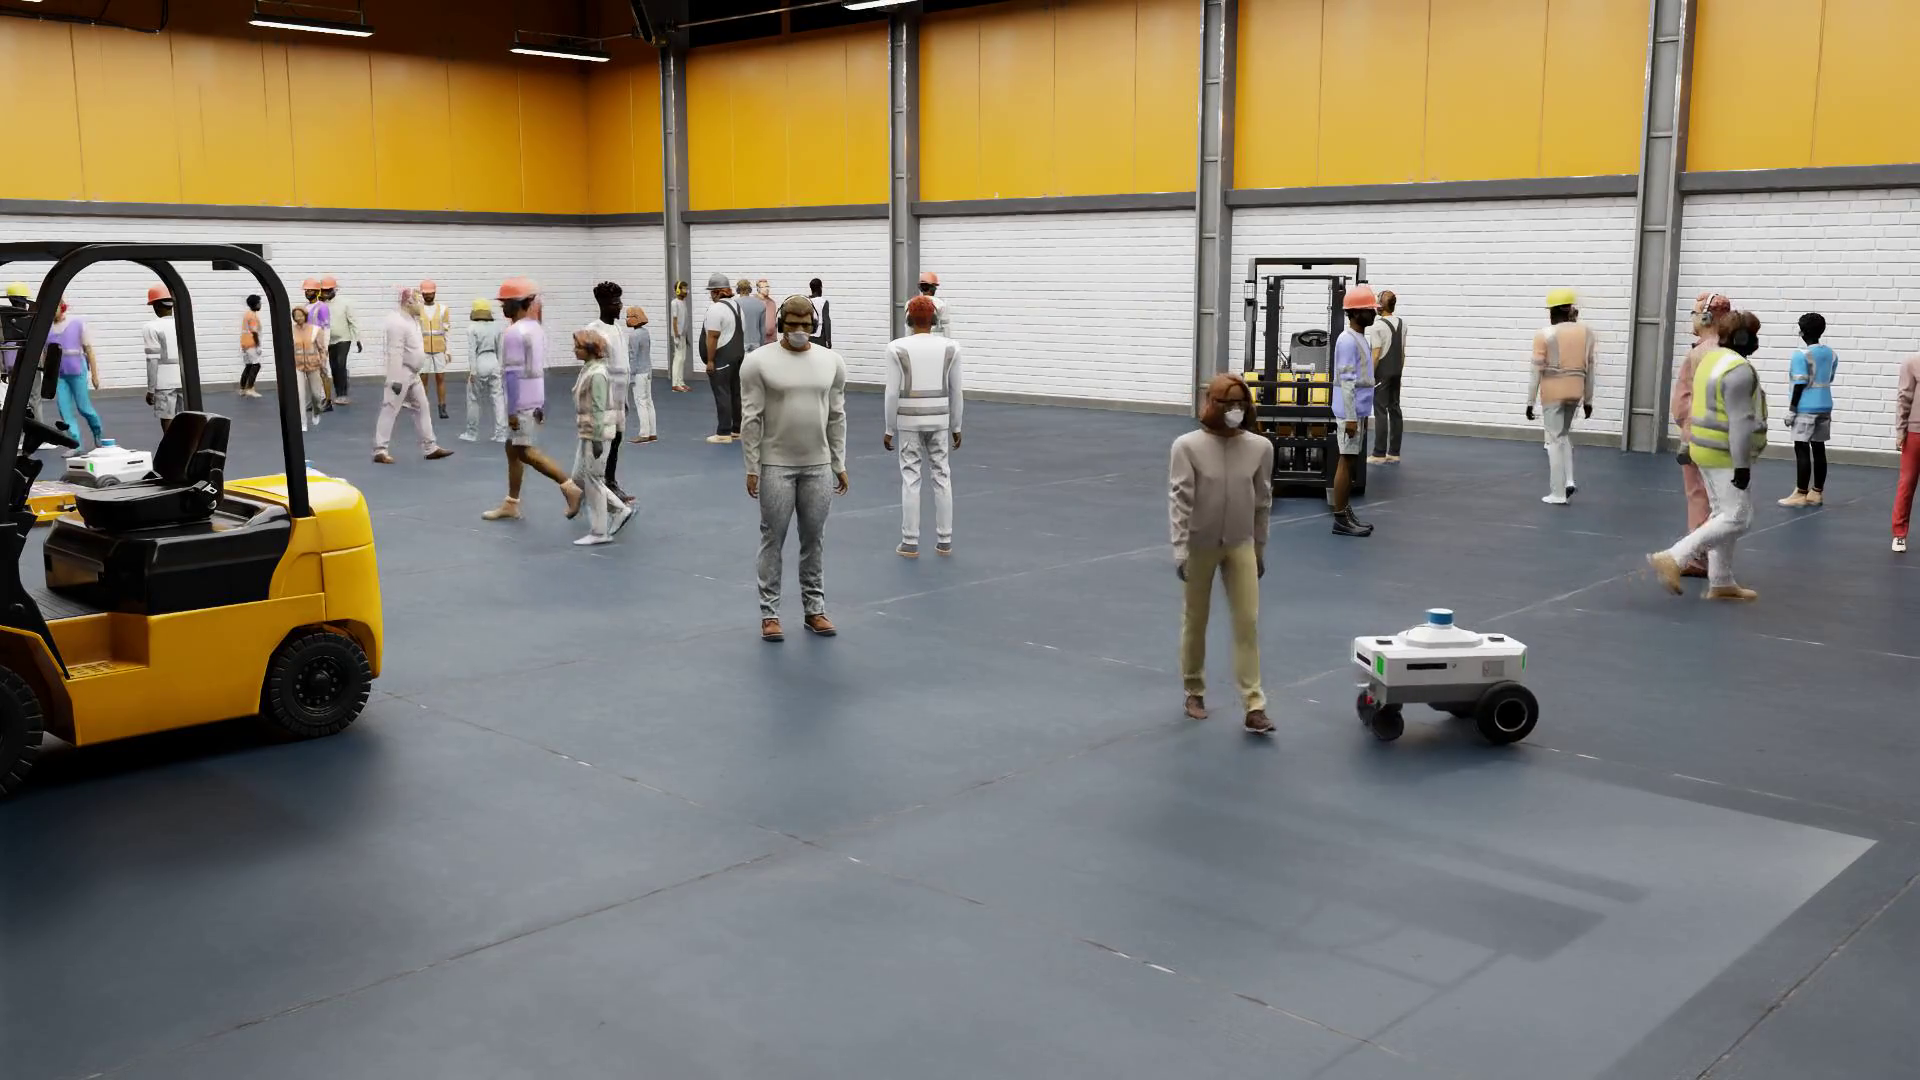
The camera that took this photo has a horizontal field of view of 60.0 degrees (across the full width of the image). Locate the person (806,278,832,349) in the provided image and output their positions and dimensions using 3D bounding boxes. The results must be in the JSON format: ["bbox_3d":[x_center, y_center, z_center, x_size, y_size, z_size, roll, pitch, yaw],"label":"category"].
[{"bbox_3d":[-2.341,-3.274,26.955,0.587,1.920,0.391,6,11,31],"label":"person"}]

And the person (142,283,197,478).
[{"bbox_3d":[-7.636,-1.506,16.082,0.364,1.933,0.543,5,11,28],"label":"person"}]

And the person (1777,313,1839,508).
[{"bbox_3d":[7.377,-1.124,14.456,0.530,1.696,0.321,-5,11,-29],"label":"person"}]

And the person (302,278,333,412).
[{"bbox_3d":[-9.345,-2.819,24.094,0.552,1.942,0.342,6,11,34],"label":"person"}]

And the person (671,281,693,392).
[{"bbox_3d":[-4.729,-3.448,28.192,0.309,1.865,0.532,2,9,9],"label":"person"}]

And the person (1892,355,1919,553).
[{"bbox_3d":[7.091,-0.773,12.114,0.522,1.763,0.320,2,9,11],"label":"person"}]

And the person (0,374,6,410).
[{"bbox_3d":[-12.152,-2.216,20.705,0.636,1.841,0.429,-2,9,-11],"label":"person"}]

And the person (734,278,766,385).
[{"bbox_3d":[-3.101,-2.820,24.124,0.629,1.937,0.379,-6,11,-34],"label":"person"}]

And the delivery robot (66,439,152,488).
[{"bbox_3d":[-7.556,-0.655,14.788,0.477,0.478,0.707,3,10,20],"label":"delivery robot"}]

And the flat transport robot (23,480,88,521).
[{"bbox_3d":[-7.744,-0.336,13.983,1.431,0.197,0.652,8,12,42],"label":"flat transport robot"}]

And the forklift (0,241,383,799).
[{"bbox_3d":[-3.706,-0.171,7.093,1.214,2.155,2.313,9,13,43],"label":"forklift"}]

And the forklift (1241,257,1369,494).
[{"bbox_3d":[3.309,-1.629,16.029,1.214,2.155,2.313,2,9,11],"label":"forklift"}]

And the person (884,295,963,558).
[{"bbox_3d":[-0.263,-0.811,11.969,0.584,1.881,0.339,-3,10,-16],"label":"person"}]

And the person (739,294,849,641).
[{"bbox_3d":[-0.918,-0.406,9.336,0.627,1.934,0.371,-4,10,-24],"label":"person"}]

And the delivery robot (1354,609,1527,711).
[{"bbox_3d":[2.129,0.550,7.400,0.707,0.478,0.477,-1,9,-6],"label":"delivery robot"}]

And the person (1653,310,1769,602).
[{"bbox_3d":[4.653,-0.502,10.252,0.586,1.824,0.637,1,9,8],"label":"person"}]

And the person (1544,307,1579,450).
[{"bbox_3d":[6.875,-1.834,18.983,0.310,1.638,0.522,7,12,37],"label":"person"}]

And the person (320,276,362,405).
[{"bbox_3d":[-9.514,-3.017,25.266,0.692,1.955,0.843,0,9,3],"label":"person"}]

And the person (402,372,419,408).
[{"bbox_3d":[-8.186,-2.852,24.868,0.327,1.760,0.523,2,10,14],"label":"person"}]

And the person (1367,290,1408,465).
[{"bbox_3d":[4.503,-1.716,17.629,0.506,1.847,0.350,-6,11,-32],"label":"person"}]

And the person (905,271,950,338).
[{"bbox_3d":[-0.431,-2.569,22.263,0.609,2.040,0.395,1,9,6],"label":"person"}]

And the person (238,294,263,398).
[{"bbox_3d":[-11.385,-3.104,26.682,0.408,1.659,0.635,-7,11,-35],"label":"person"}]

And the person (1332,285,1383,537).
[{"bbox_3d":[3.085,-1.004,12.969,0.354,1.942,0.545,3,10,20],"label":"person"}]

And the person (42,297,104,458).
[{"bbox_3d":[-9.852,-1.835,18.483,0.609,1.809,0.731,0,9,0],"label":"person"}]

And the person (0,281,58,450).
[{"bbox_3d":[-10.687,-1.978,18.981,0.585,1.930,0.366,0,9,1],"label":"person"}]

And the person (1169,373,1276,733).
[{"bbox_3d":[1.187,0.060,7.486,0.509,1.617,0.572,-1,9,-8],"label":"person"}]

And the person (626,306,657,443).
[{"bbox_3d":[-3.818,-1.966,19.843,0.286,1.628,0.502,2,9,11],"label":"person"}]

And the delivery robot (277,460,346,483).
[{"bbox_3d":[-5.191,-0.391,13.153,0.707,0.478,0.477,6,11,31],"label":"delivery robot"}]

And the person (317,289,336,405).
[{"bbox_3d":[-9.687,-2.983,25.349,0.327,1.865,0.520,-2,9,-10],"label":"person"}]

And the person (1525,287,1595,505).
[{"bbox_3d":[5.265,-1.260,14.627,0.604,1.908,0.453,-3,10,-15],"label":"person"}]

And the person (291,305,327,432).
[{"bbox_3d":[-8.400,-2.207,21.335,0.518,1.614,0.640,-4,10,-22],"label":"person"}]

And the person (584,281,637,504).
[{"bbox_3d":[-3.044,-1.258,14.453,0.361,1.964,0.617,2,9,12],"label":"person"}]

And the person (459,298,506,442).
[{"bbox_3d":[-5.749,-2.035,19.984,0.778,1.710,0.510,7,12,38],"label":"person"}]

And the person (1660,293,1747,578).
[{"bbox_3d":[5.003,-0.701,11.216,0.407,1.910,0.639,8,12,42],"label":"person"}]

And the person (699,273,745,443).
[{"bbox_3d":[-2.869,-2.198,19.989,0.538,2.000,0.689,3,10,19],"label":"person"}]

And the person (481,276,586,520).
[{"bbox_3d":[-3.484,-1.133,13.552,0.879,2.020,0.613,1,9,4],"label":"person"}]

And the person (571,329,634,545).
[{"bbox_3d":[-2.722,-0.767,12.465,0.403,1.623,0.537,-4,10,-22],"label":"person"}]

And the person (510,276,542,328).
[{"bbox_3d":[-7.168,-3.357,27.394,0.632,1.939,1.008,-7,12,-36],"label":"person"}]

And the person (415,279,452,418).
[{"bbox_3d":[-7.308,-2.632,22.975,0.551,1.933,0.378,-4,10,-22],"label":"person"}]

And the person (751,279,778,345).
[{"bbox_3d":[-3.198,-3.290,27.089,0.406,1.911,0.639,8,12,40],"label":"person"}]

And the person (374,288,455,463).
[{"bbox_3d":[-5.903,-1.758,17.859,0.876,1.862,0.734,0,9,-3],"label":"person"}]
